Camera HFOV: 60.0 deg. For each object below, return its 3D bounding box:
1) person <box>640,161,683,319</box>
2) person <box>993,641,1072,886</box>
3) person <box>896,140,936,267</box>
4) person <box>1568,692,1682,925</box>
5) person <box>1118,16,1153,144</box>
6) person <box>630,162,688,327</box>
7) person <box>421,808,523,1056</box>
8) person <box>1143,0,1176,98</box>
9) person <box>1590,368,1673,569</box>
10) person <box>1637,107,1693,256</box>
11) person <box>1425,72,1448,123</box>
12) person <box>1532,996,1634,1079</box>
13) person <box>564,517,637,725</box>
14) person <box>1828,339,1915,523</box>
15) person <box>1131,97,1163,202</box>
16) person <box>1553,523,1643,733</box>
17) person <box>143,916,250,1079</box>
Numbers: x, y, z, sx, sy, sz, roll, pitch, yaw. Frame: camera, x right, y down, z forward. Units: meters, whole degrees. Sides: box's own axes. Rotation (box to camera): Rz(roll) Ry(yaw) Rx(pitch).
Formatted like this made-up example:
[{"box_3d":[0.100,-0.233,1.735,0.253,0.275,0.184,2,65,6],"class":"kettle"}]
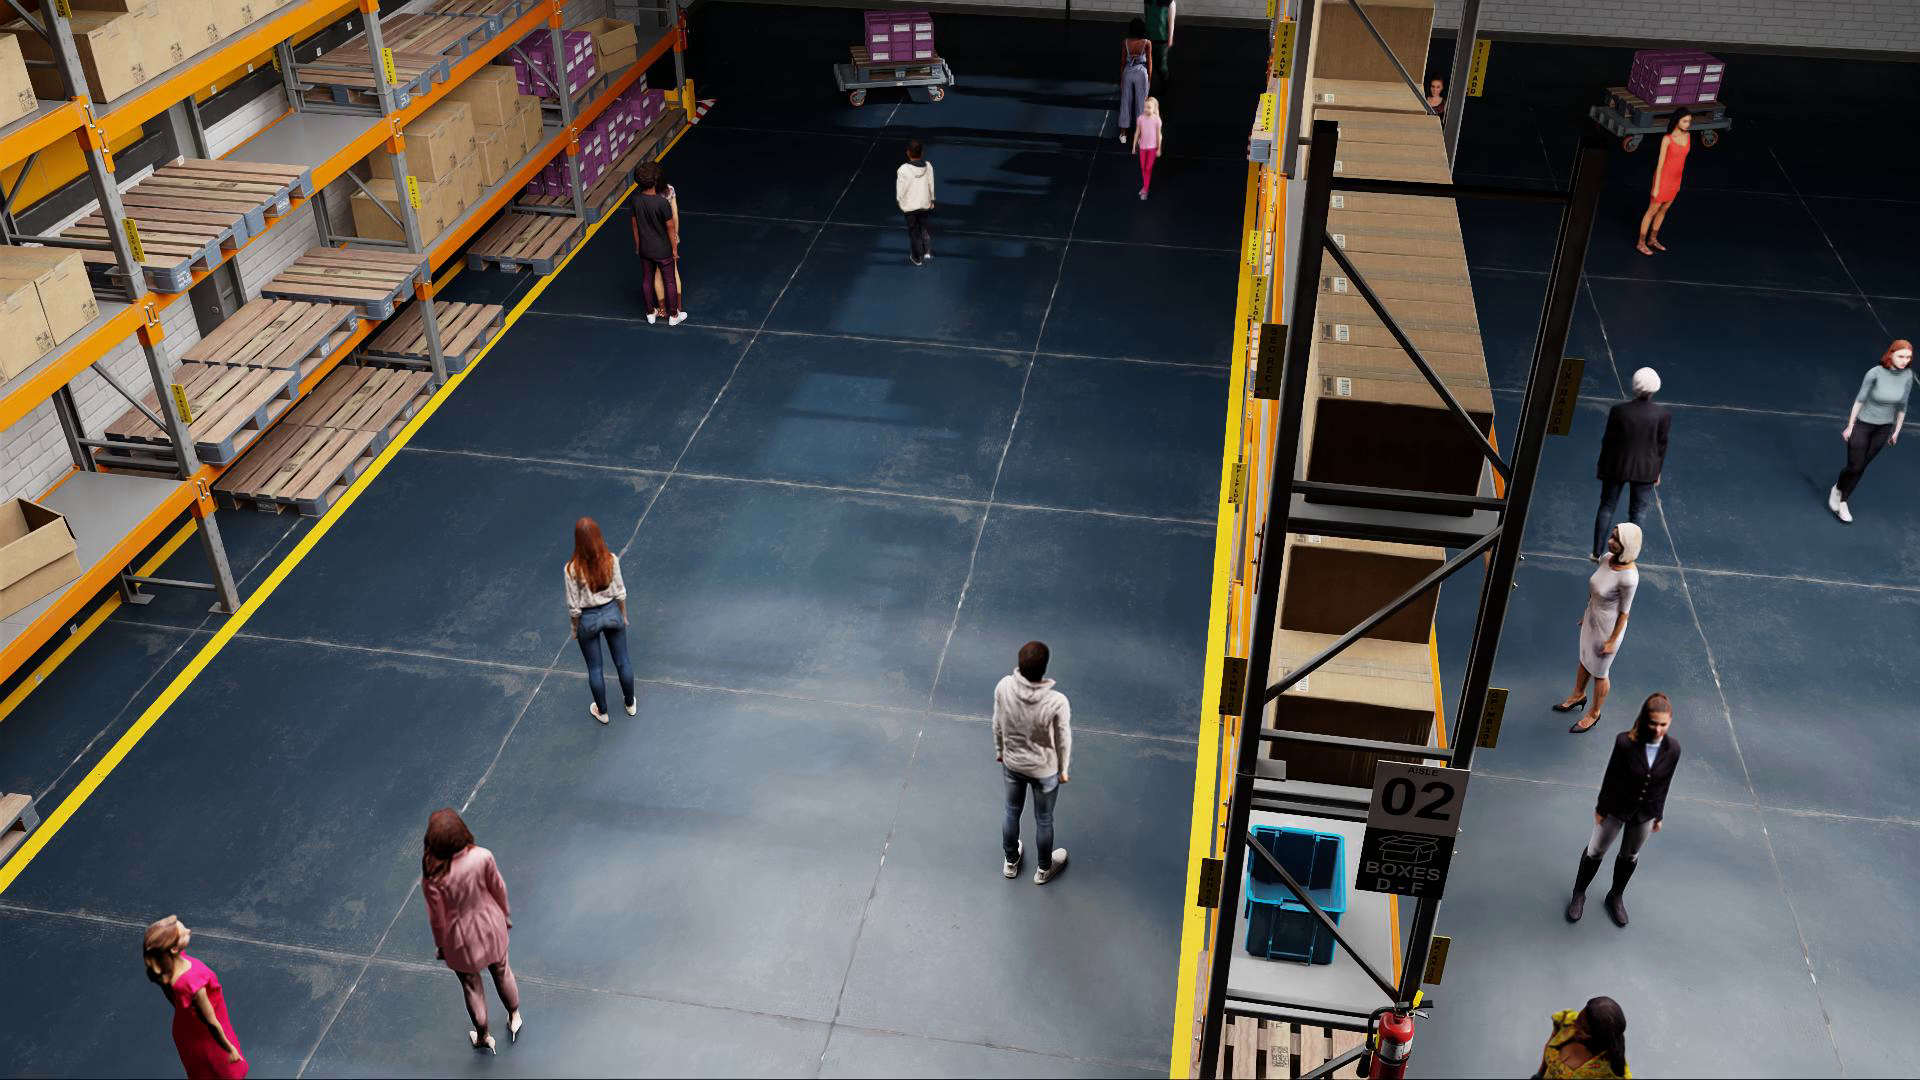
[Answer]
[{"box_3d":[-3.198,-3.212,17.774,0.664,1.733,0.733,-23,40,-30],"class":"person"},{"box_3d":[0.443,1.430,10.683,0.707,1.852,0.639,12,36,18],"class":"person"},{"box_3d":[-0.476,-3.804,18.930,0.683,1.441,0.723,-13,36,-18],"class":"person"},{"box_3d":[4.181,1.693,10.400,0.559,1.728,0.536,5,34,8],"class":"person"},{"box_3d":[2.346,-6.146,22.221,0.576,1.696,0.527,7,34,10],"class":"person"},{"box_3d":[-3.231,-3.138,17.619,0.635,1.782,0.555,7,34,11],"class":"person"},{"box_3d":[-2.781,2.247,9.498,0.677,1.802,0.740,-22,39,-29],"class":"person"},{"box_3d":[2.809,-7.117,23.577,0.906,1.814,1.193,17,37,24],"class":"person"},{"box_3d":[5.248,-0.531,12.904,0.773,1.775,0.668,14,36,20],"class":"person"},{"box_3d":[8.156,-4.151,19.200,0.663,1.719,0.709,-19,38,-26],"class":"person"},{"box_3d":[5.709,-4.875,20.328,0.560,1.675,0.538,6,34,8],"class":"person"},{"box_3d":[3.160,2.938,8.588,1.062,1.660,0.954,-12,36,-18],"class":"person"},{"box_3d":[-2.617,0.578,12.077,0.651,1.728,0.677,-15,37,-22],"class":"person"},{"box_3d":[7.861,-0.991,14.429,0.642,1.738,0.652,1,34,1],"class":"person"},{"box_3d":[2.371,-4.930,20.787,0.607,1.259,0.738,16,37,22],"class":"person"},{"box_3d":[4.642,0.617,11.998,0.688,1.751,0.554,-6,34,-9],"class":"person"},{"box_3d":[-4.071,2.670,8.930,0.657,1.729,0.678,24,40,31],"class":"person"}]
